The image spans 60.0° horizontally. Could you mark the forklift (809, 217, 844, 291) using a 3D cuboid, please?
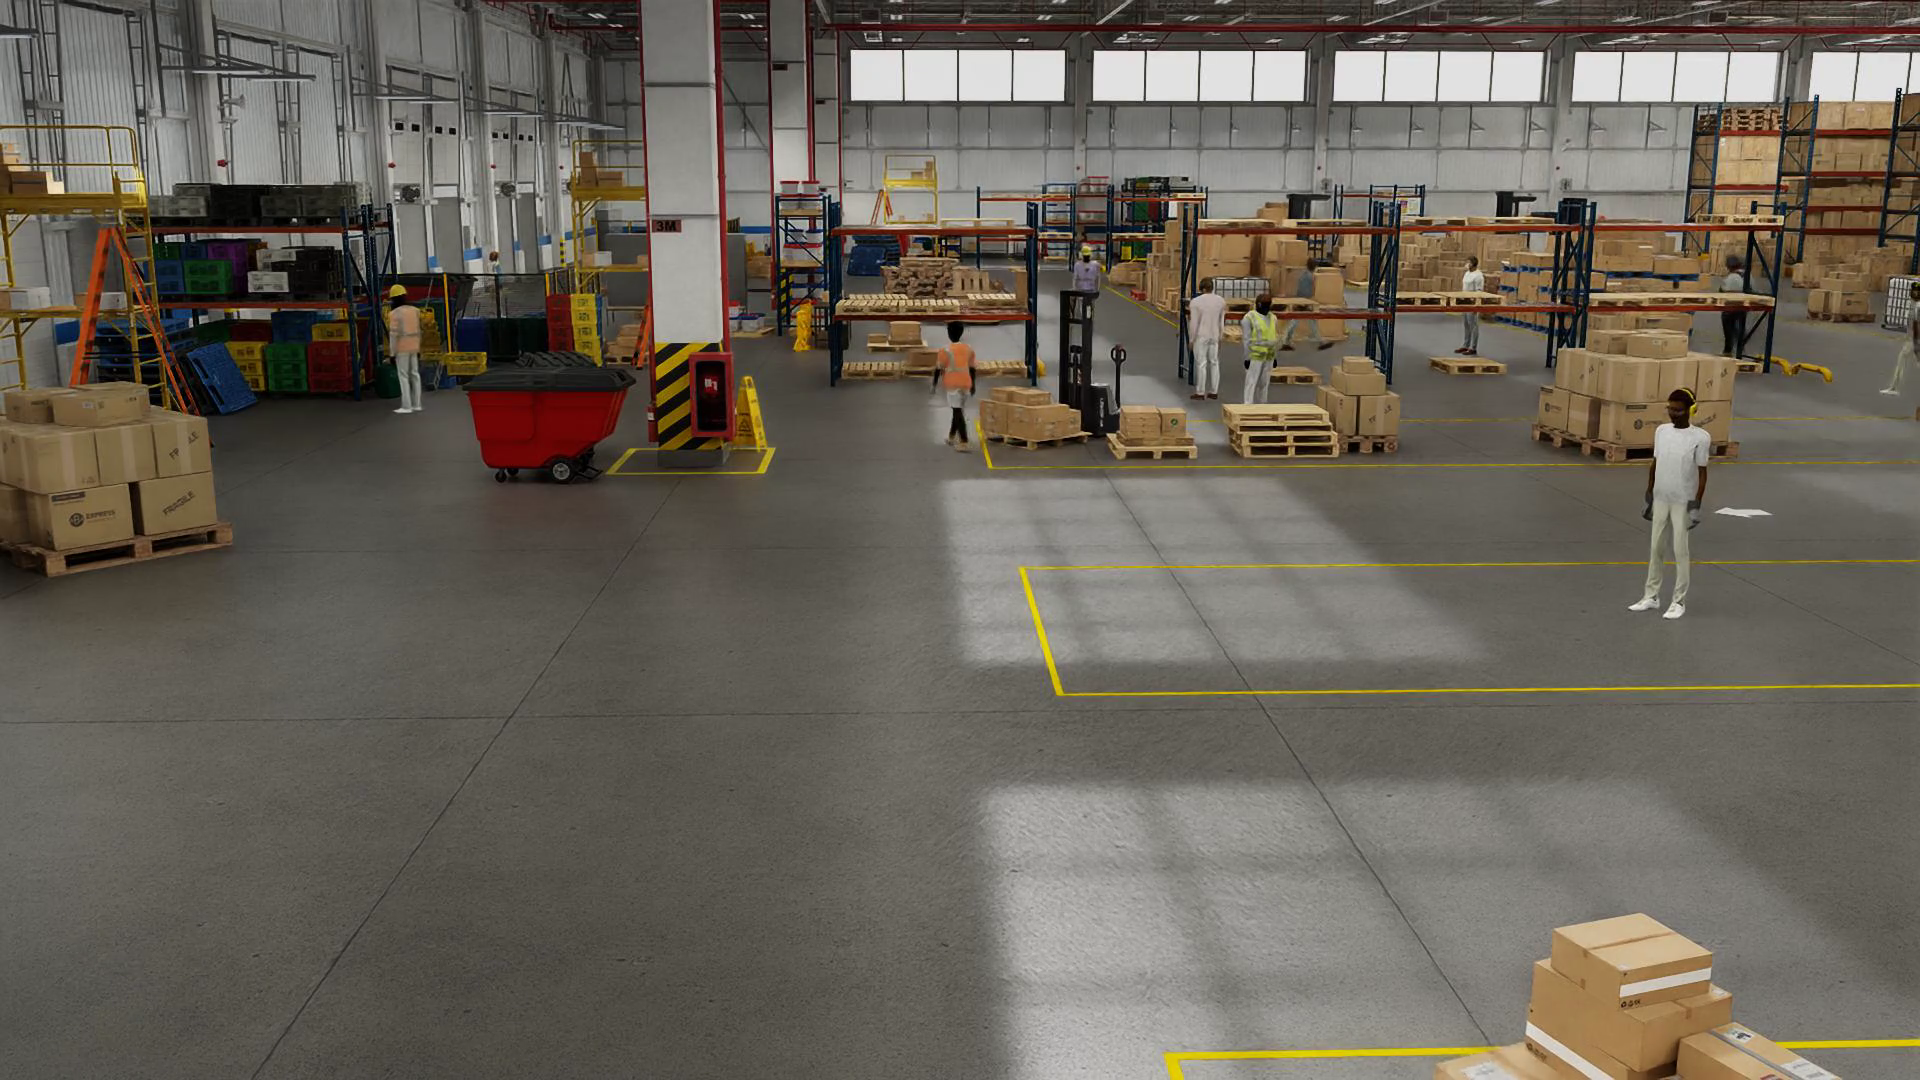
[{"bbox_3d":[-4.375,-8.619,48.637,1.873,2.768,1.129,0,12,-2],"label":"forklift"}]

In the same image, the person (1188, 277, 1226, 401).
[{"bbox_3d":[3.860,-3.161,26.135,0.628,1.940,0.378,-5,14,-23],"label":"person"}]

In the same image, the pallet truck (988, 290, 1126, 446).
[{"bbox_3d":[1.257,-2.299,22.111,1.885,1.965,0.823,-9,15,-35],"label":"pallet truck"}]

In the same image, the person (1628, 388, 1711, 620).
[{"bbox_3d":[5.722,-0.297,13.375,0.328,1.867,0.509,-9,15,-34],"label":"person"}]

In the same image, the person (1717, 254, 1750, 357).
[{"bbox_3d":[14.916,-4.551,32.179,0.734,2.000,0.544,-10,16,-39],"label":"person"}]

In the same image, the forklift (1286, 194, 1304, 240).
[{"bbox_3d":[11.014,-9.999,54.867,1.873,2.768,1.129,0,12,-2],"label":"forklift"}]

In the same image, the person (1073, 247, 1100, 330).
[{"bbox_3d":[2.839,-5.621,37.371,0.619,1.873,0.974,0,12,1],"label":"person"}]

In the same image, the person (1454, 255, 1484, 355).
[{"bbox_3d":[10.027,-4.607,32.664,0.371,1.941,0.627,-2,13,-9],"label":"person"}]

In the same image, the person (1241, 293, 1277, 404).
[{"bbox_3d":[4.326,-2.620,23.919,0.627,1.843,0.429,-8,15,-33],"label":"person"}]

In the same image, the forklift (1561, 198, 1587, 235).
[{"bbox_3d":[17.204,-8.212,46.797,1.873,2.768,1.129,0,12,-2],"label":"forklift"}]

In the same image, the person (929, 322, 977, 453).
[{"bbox_3d":[-0.087,-1.975,21.411,0.554,1.639,0.877,-8,15,-32],"label":"person"}]

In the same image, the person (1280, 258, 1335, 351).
[{"bbox_3d":[6.936,-4.697,33.230,1.079,1.865,0.637,0,12,0],"label":"person"}]

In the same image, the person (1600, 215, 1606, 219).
[{"bbox_3d":[24.520,-11.465,63.683,0.558,1.922,0.743,5,13,22],"label":"person"}]

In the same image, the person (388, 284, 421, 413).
[{"bbox_3d":[-8.263,-2.832,24.713,0.386,1.915,0.586,6,14,26],"label":"person"}]

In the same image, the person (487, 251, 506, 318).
[{"bbox_3d":[-11.428,-6.266,40.858,0.518,1.633,0.314,12,17,42],"label":"person"}]

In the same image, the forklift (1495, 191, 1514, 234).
[{"bbox_3d":[20.513,-11.778,62.897,1.873,2.768,1.129,0,12,-2],"label":"forklift"}]

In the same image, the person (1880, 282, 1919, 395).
[{"bbox_3d":[15.313,-3.193,26.536,0.506,1.839,0.886,-8,15,-32],"label":"person"}]
